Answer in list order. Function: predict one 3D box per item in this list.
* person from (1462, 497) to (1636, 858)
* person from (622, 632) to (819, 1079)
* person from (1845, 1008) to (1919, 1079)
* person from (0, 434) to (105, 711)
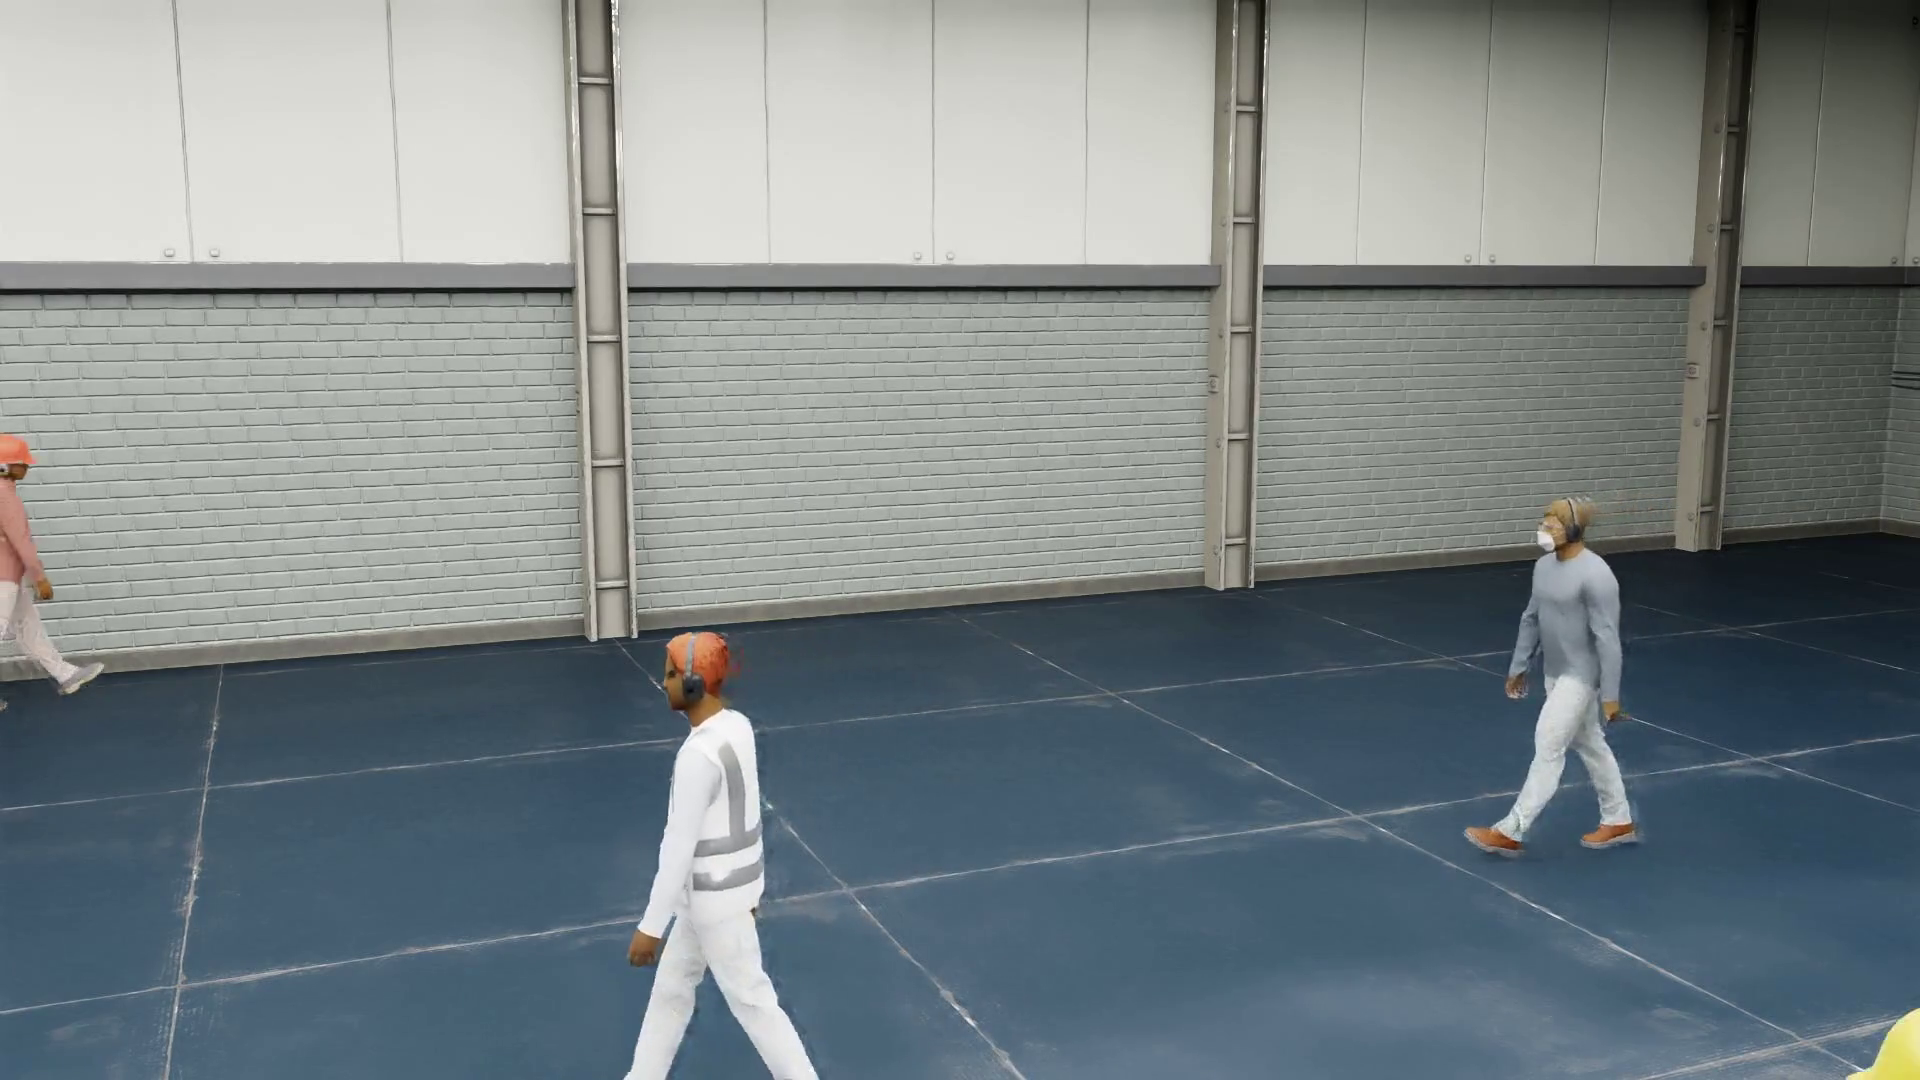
[{"bbox_3d":[3.146,0.719,8.665,1.005,1.889,0.651,-1,9,-6],"label":"person"},{"bbox_3d":[-0.868,1.222,5.708,0.978,1.840,0.595,0,9,1],"label":"person"},{"bbox_3d":[1.613,1.669,2.765,1.016,1.865,0.605,9,13,44],"label":"person"},{"bbox_3d":[-6.524,0.234,11.564,1.000,1.942,0.630,-8,12,-41],"label":"person"}]
